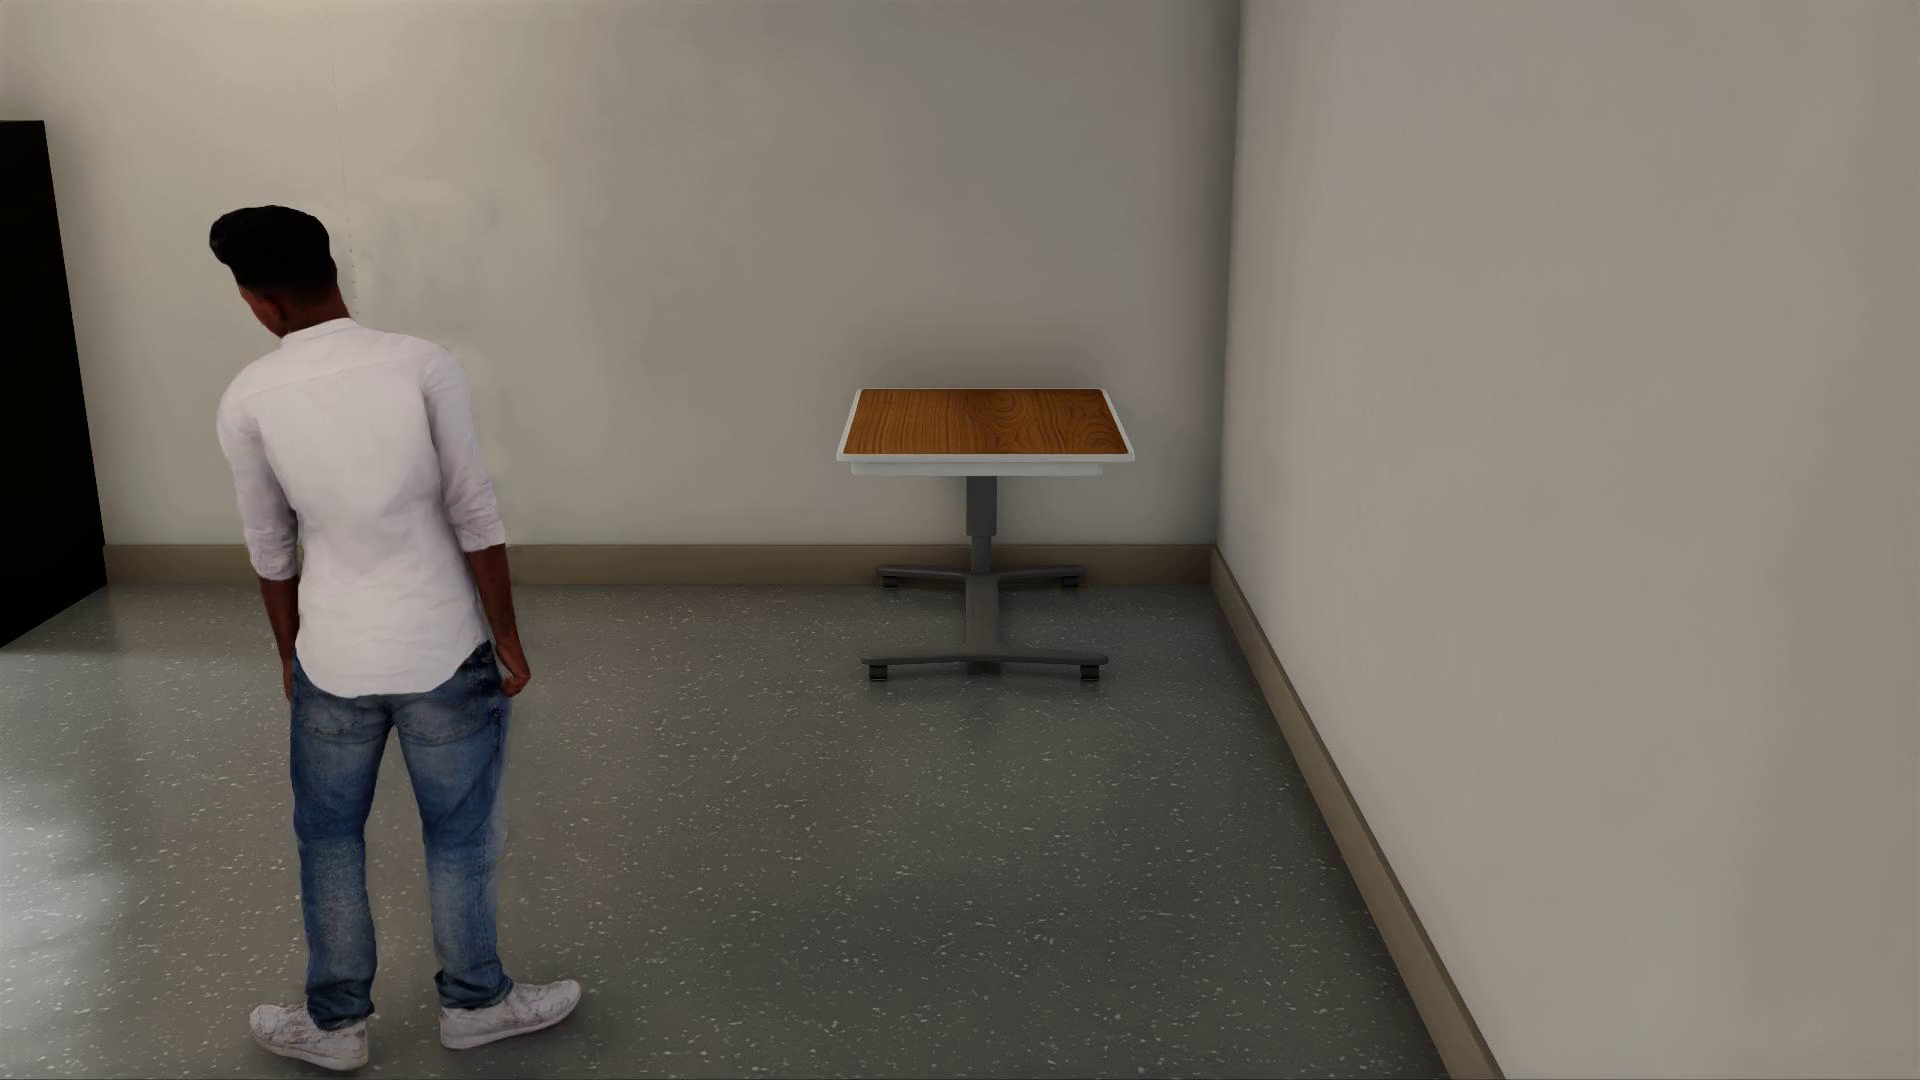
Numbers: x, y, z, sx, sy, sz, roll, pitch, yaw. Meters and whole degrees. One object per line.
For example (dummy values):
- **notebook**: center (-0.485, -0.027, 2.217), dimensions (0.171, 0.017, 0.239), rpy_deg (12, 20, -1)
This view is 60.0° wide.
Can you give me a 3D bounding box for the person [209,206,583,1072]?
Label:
- **person**: center (-1.112, 0.221, 3.362), dimensions (0.500, 1.763, 0.884), rpy_deg (4, 16, 13)
